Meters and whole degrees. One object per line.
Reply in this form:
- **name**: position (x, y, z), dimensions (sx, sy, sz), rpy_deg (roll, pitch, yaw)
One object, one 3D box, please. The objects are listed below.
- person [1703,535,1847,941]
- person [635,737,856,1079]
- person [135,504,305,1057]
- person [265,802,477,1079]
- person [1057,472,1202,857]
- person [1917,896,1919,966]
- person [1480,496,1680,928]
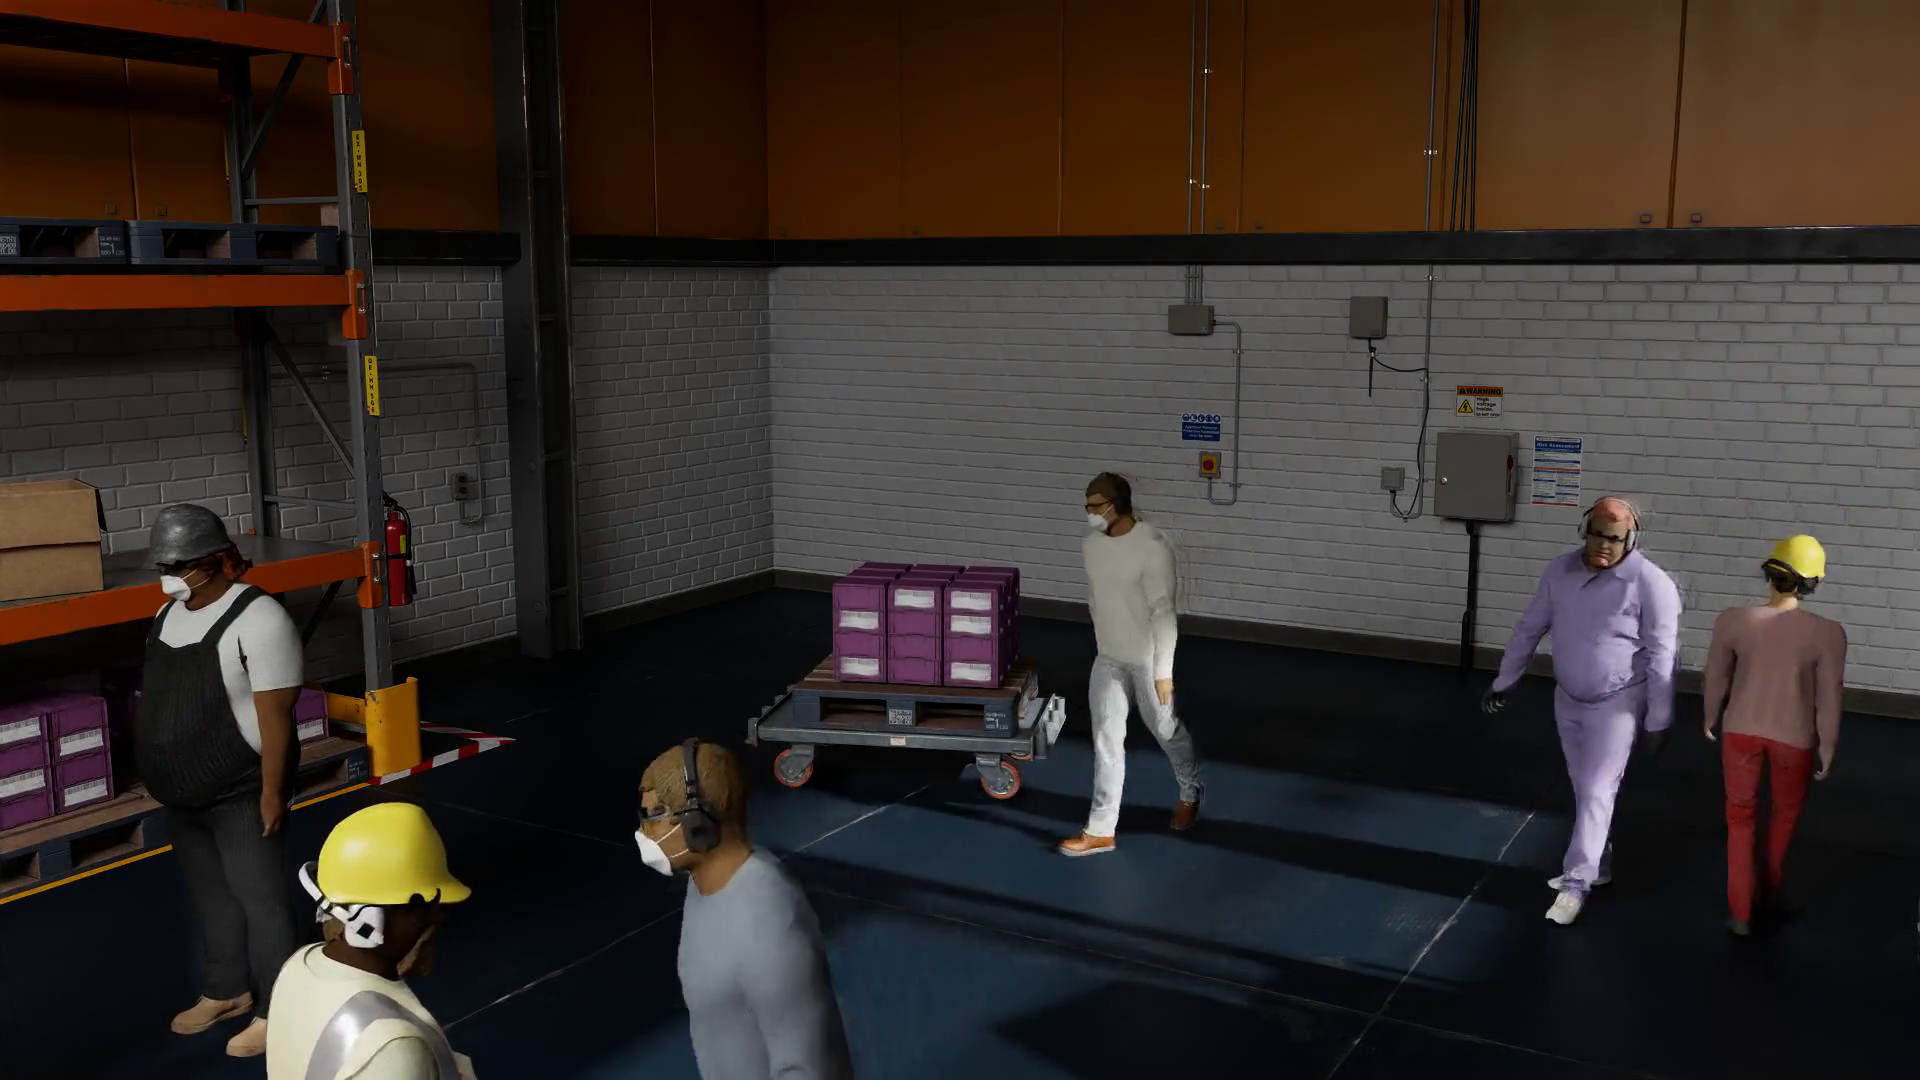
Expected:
- **person**: position (3.467, 0.838, 7.135), dimensions (0.570, 1.740, 0.576), rpy_deg (6, 11, 32)
- **person**: position (-0.445, 1.340, 3.615), dimensions (1.087, 1.856, 0.627), rpy_deg (-2, 9, -13)
- **person**: position (-2.744, 0.852, 6.105), dimensions (0.686, 2.000, 0.535), rpy_deg (5, 10, 28)
- **person**: position (-1.132, 1.410, 3.289), dimensions (0.404, 1.825, 0.592), rpy_deg (-7, 11, -36)
- **person**: position (0.900, 0.588, 8.299), dimensions (0.990, 1.881, 0.706), rpy_deg (-7, 12, -38)
- **person**: position (4.142, 0.874, 6.629), dimensions (0.591, 1.829, 0.404), rpy_deg (1, 9, 5)
- **person**: position (2.706, 0.729, 7.390), dimensions (0.829, 1.870, 0.788), rpy_deg (-5, 10, -28)
